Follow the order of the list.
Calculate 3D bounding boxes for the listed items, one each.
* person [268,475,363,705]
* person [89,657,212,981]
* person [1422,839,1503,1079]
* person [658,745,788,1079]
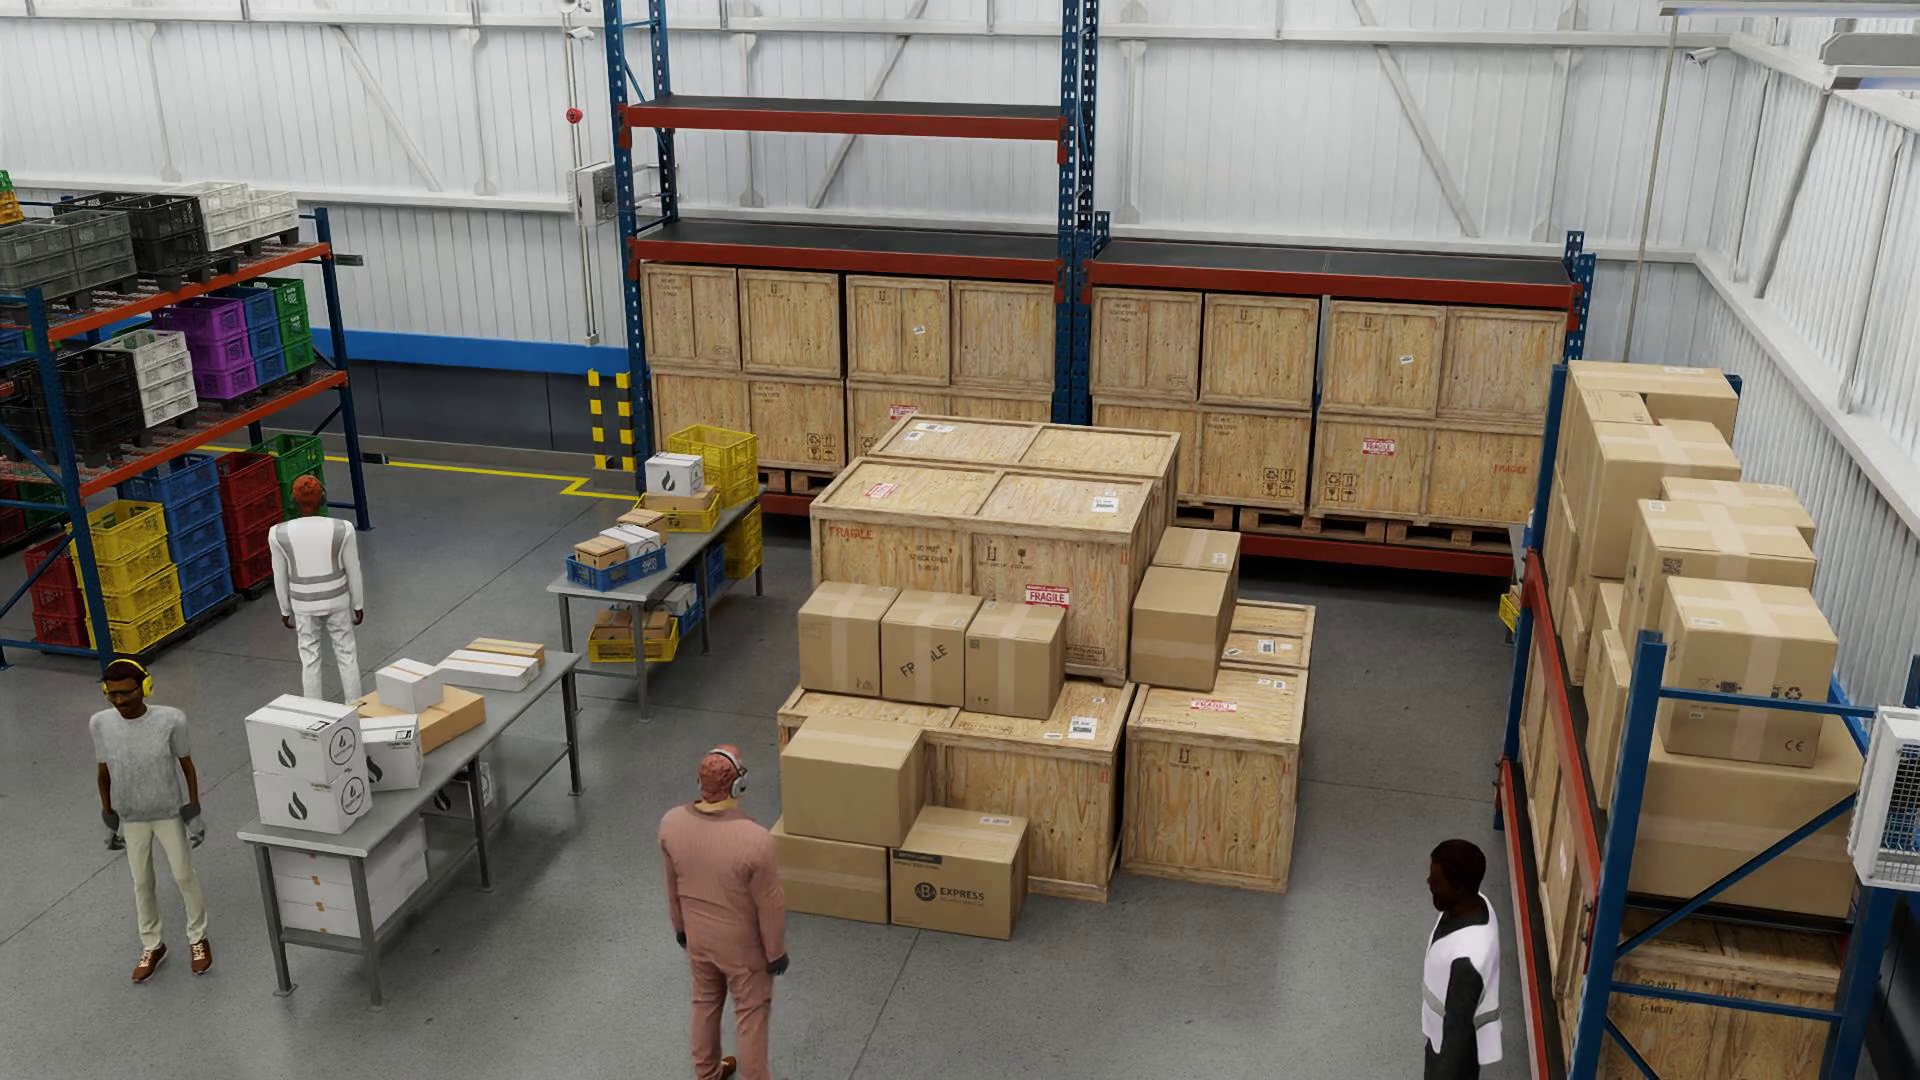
[{"bbox_3d":[-4.451,0.451,11.602,0.569,1.880,0.356,-7,22,-18],"label":"person"},{"bbox_3d":[-4.320,1.484,8.900,0.521,1.874,0.328,-4,21,-11],"label":"person"},{"bbox_3d":[2.115,2.144,7.128,0.398,1.907,0.600,6,22,14],"label":"person"},{"bbox_3d":[-1.092,1.853,7.905,0.645,1.900,0.400,11,24,27],"label":"person"}]
